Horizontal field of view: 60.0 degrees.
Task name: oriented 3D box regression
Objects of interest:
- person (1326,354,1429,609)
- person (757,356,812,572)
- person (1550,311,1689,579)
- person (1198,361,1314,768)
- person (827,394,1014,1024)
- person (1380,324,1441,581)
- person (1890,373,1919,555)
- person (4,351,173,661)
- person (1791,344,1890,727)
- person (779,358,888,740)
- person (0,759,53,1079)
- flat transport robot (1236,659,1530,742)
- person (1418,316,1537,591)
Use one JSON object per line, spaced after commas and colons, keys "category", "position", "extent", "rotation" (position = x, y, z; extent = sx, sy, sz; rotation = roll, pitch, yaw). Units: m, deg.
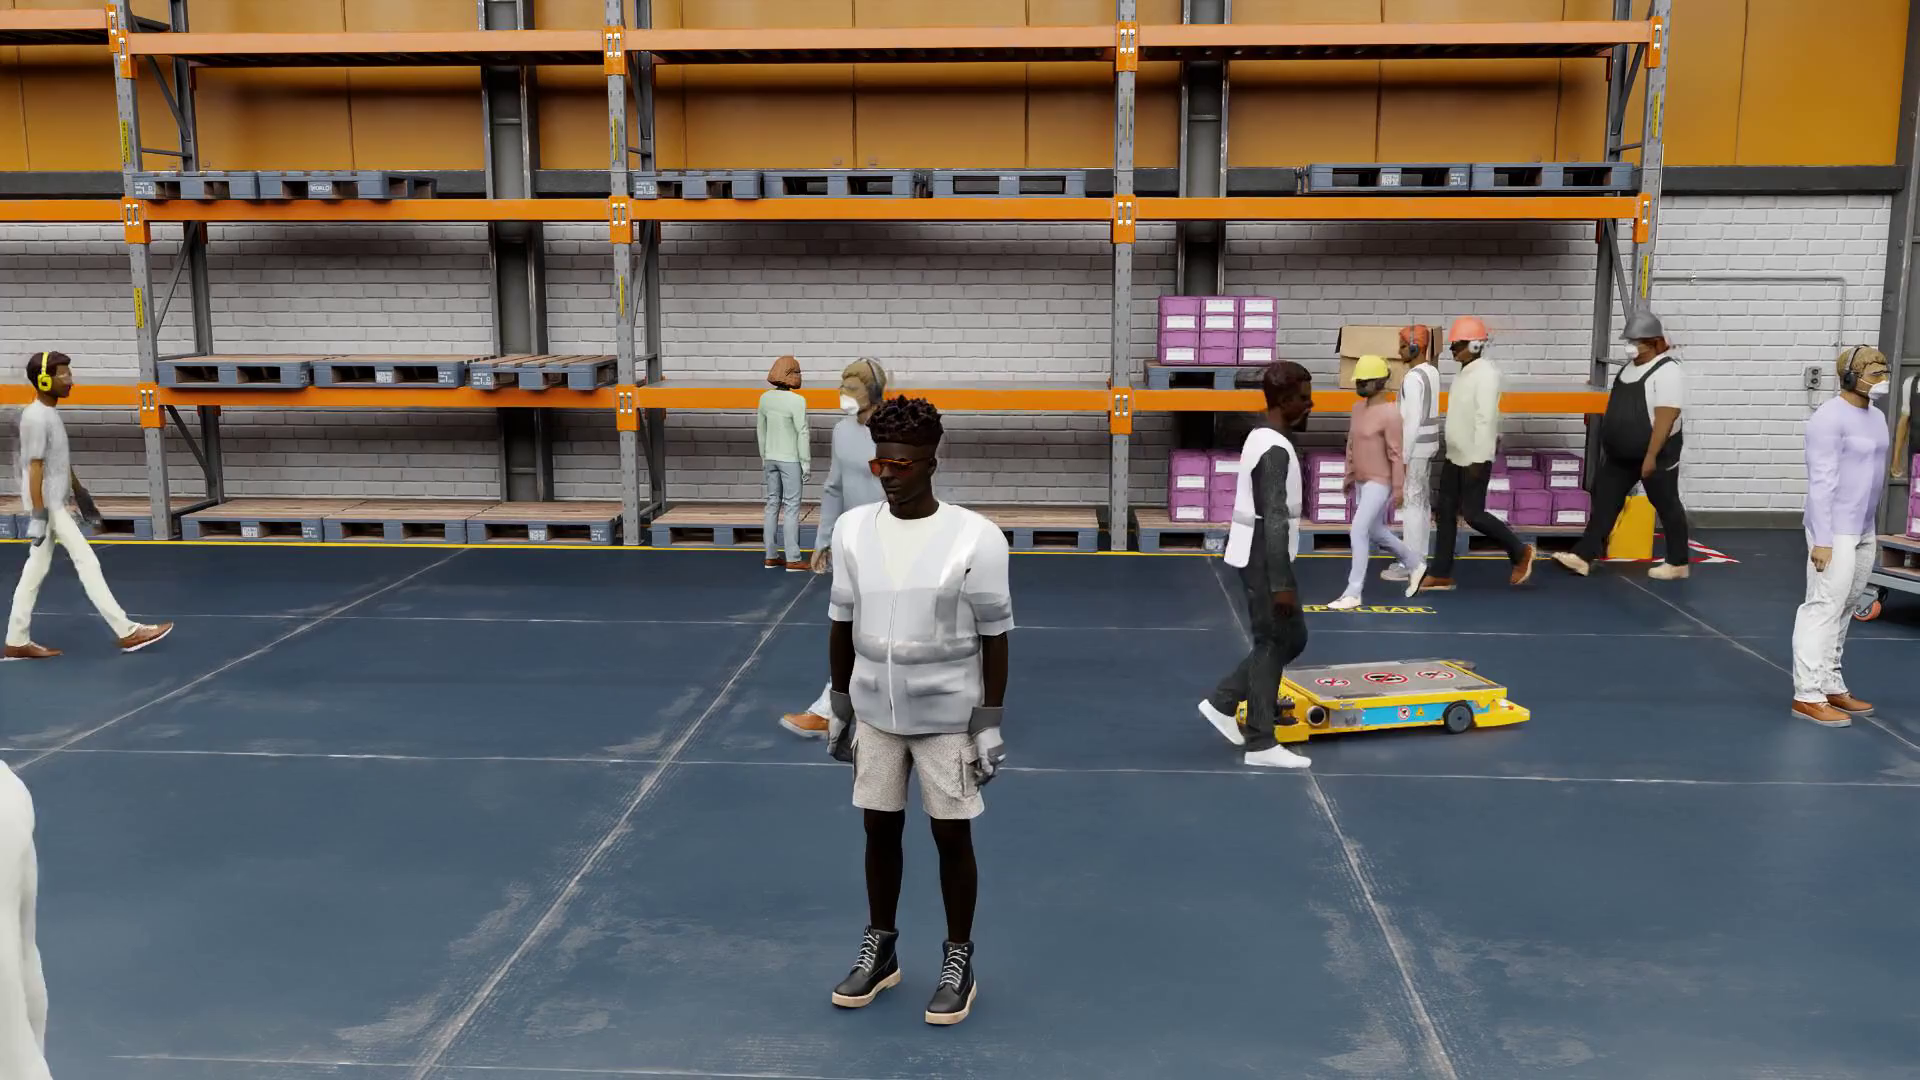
{"category": "person", "position": [2.885, -0.407, 11.341], "extent": [0.821, 1.727, 0.507], "rotation": [-3, 10, -16]}
{"category": "person", "position": [-1.325, -0.580, 12.624], "extent": [0.506, 1.632, 0.268], "rotation": [8, 13, 40]}
{"category": "person", "position": [4.947, -0.708, 12.182], "extent": [1.036, 2.000, 0.694], "rotation": [-2, 10, -13]}
{"category": "person", "position": [1.428, 0.124, 7.718], "extent": [0.452, 1.905, 0.607], "rotation": [2, 10, 10]}
{"category": "person", "position": [-0.143, 0.526, 5.177], "extent": [0.612, 1.963, 0.363], "rotation": [4, 11, 23]}
{"category": "person", "position": [3.325, -0.637, 12.222], "extent": [0.356, 1.886, 0.574], "rotation": [5, 11, 28]}
{"category": "person", "position": [7.282, -0.628, 12.400], "extent": [0.840, 1.813, 0.521], "rotation": [-6, 11, -30]}
{"category": "person", "position": [-5.252, -0.200, 9.855], "extent": [0.946, 1.828, 0.516], "rotation": [-5, 11, -28]}
{"category": "person", "position": [4.520, -0.028, 8.504], "extent": [0.635, 1.939, 0.366], "rotation": [-8, 13, -40]}
{"category": "person", "position": [-0.461, 0.030, 8.346], "extent": [1.042, 1.879, 0.651], "rotation": [-6, 12, -33]}
{"category": "person", "position": [-1.627, 1.001, 2.598], "extent": [0.493, 1.910, 0.655], "rotation": [1, 10, 5]}
{"category": "flat transport robot", "position": [2.102, 0.804, 8.504], "extent": [1.431, 0.197, 0.652], "rotation": [-2, 10, -14]}
{"category": "person", "position": [3.660, -0.596, 11.753], "extent": [0.813, 1.969, 0.619], "rotation": [-1, 10, -9]}
